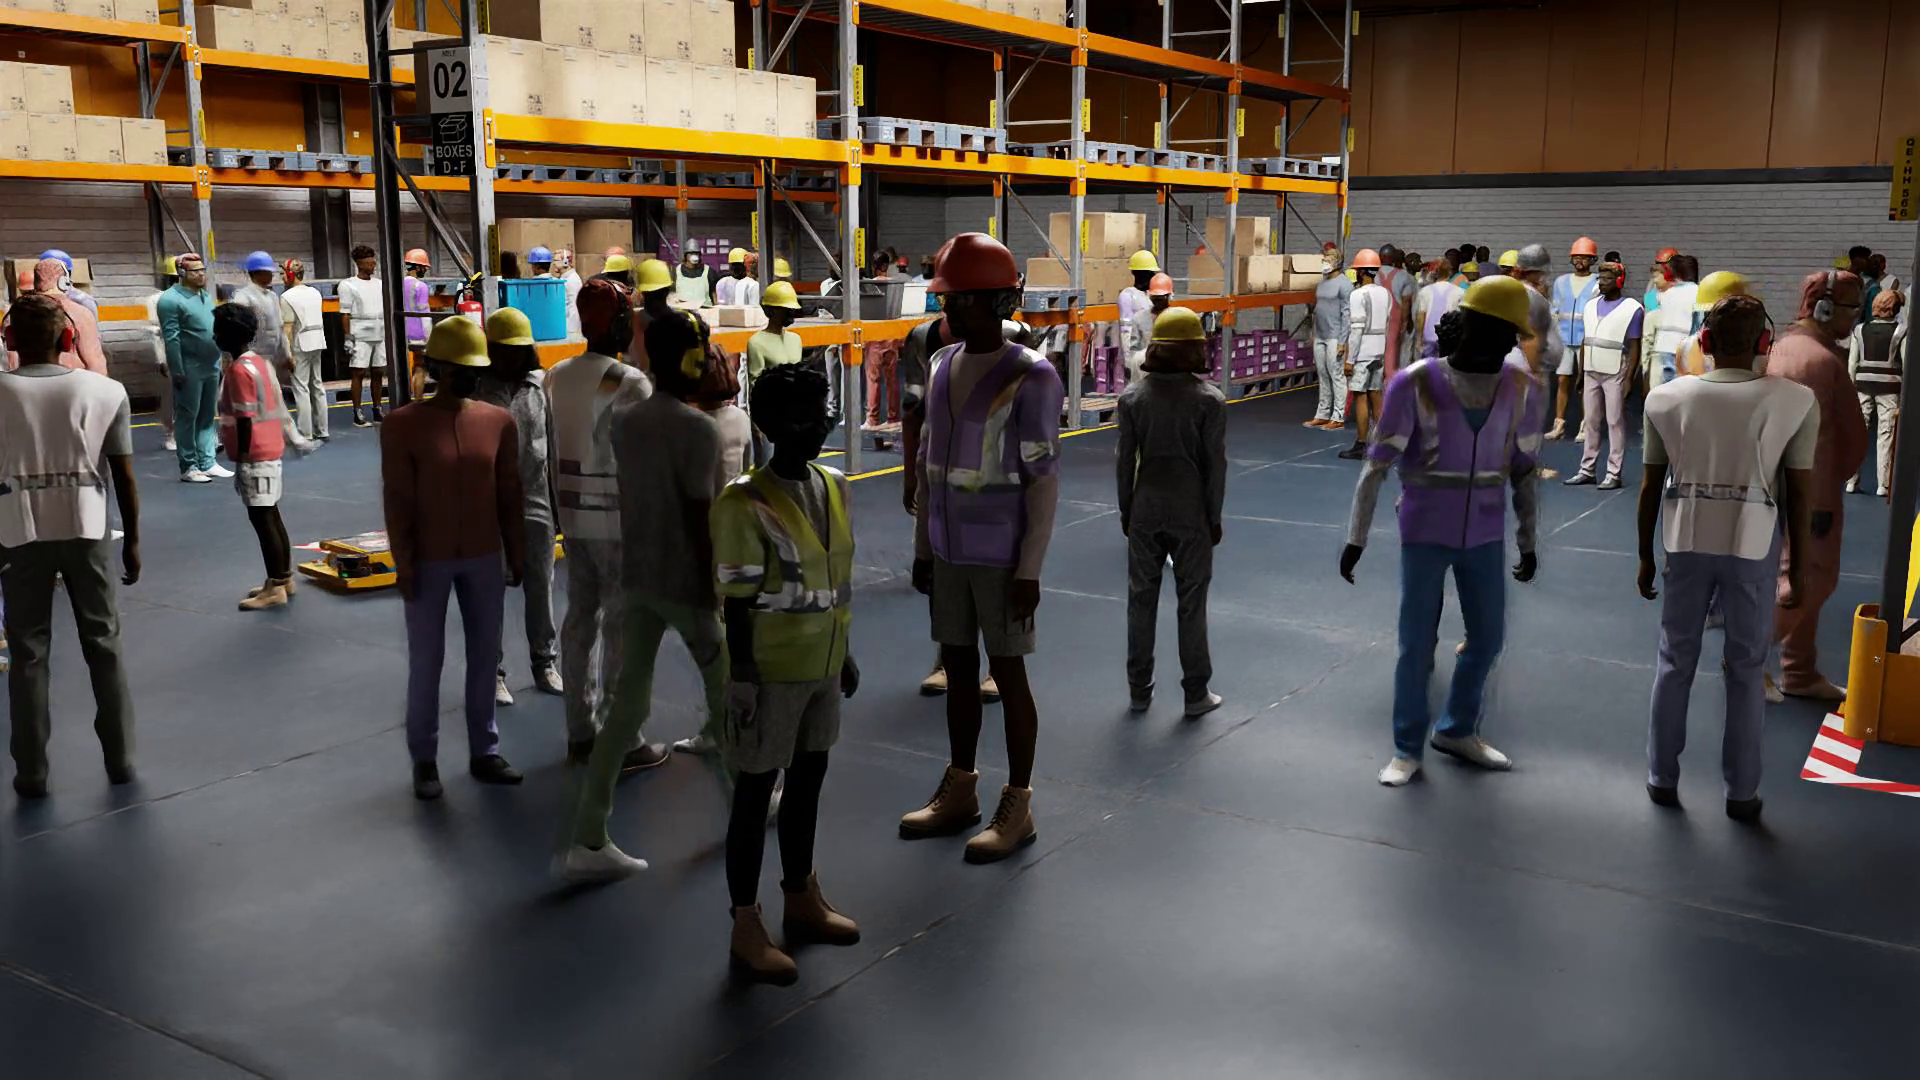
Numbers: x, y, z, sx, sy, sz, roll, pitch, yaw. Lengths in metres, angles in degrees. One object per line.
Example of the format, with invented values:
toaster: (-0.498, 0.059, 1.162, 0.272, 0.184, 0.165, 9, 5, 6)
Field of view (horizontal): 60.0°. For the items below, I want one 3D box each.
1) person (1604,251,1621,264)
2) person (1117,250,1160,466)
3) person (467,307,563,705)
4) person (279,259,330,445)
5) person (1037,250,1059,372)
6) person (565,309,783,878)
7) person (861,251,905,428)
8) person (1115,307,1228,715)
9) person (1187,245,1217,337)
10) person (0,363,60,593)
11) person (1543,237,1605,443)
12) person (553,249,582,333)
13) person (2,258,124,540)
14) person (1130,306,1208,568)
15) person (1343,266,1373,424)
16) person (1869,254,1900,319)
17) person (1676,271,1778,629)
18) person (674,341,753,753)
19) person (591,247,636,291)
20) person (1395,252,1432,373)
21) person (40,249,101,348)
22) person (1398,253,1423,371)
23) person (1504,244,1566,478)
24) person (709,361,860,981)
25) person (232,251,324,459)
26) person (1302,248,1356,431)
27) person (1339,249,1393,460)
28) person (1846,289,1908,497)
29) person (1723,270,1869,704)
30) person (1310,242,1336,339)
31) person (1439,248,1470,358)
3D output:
person: (10.410, -3.704, 26.695, 0.346, 1.847, 0.505, 9, 14, 41)
person: (1.619, -1.632, 14.985, 0.362, 1.928, 0.587, 6, 12, 28)
person: (-1.943, -0.145, 7.280, 0.484, 1.737, 0.322, -7, 13, -36)
person: (-6.483, -1.847, 16.440, 0.394, 1.836, 0.560, 3, 11, 14)
person: (1.391, -3.493, 25.431, 0.574, 1.879, 0.338, -10, 14, -43)
person: (-0.931, 0.165, 5.398, 0.530, 1.809, 1.019, 7, 12, 35)
person: (-0.820, -2.112, 17.717, 0.597, 1.908, 0.403, -8, 13, -39)
person: (0.908, -0.123, 7.141, 0.487, 1.741, 0.312, 5, 11, 25)
person: (3.683, -3.511, 25.365, 0.542, 1.939, 0.361, -4, 11, -20)
person: (-5.568, -0.567, 9.187, 0.984, 1.894, 0.656, -6, 12, -29)
person: (6.187, -1.997, 16.678, 0.609, 2.047, 0.369, 9, 13, 40)
person: (-4.872, -2.625, 20.550, 0.407, 1.908, 0.641, -5, 11, -26)
person: (-5.972, -0.917, 11.099, 0.639, 1.904, 0.407, 1, 10, 3)
person: (1.288, -0.644, 10.358, 0.514, 1.617, 0.433, -1, 10, -6)
person: (4.392, -2.134, 18.304, 0.551, 1.741, 0.520, -9, 14, -41)
person: (12.594, -3.004, 22.864, 0.409, 1.830, 0.577, -4, 11, -22)
person: (4.109, -0.482, 8.786, 0.866, 1.880, 0.607, -6, 12, -29)
person: (-0.981, 0.030, 6.591, 0.278, 1.634, 0.498, 4, 11, 19)
person: (-4.367, -2.727, 21.051, 0.597, 1.925, 1.042, -1, 10, -5)
person: (6.557, -3.253, 24.209, 0.625, 1.844, 0.429, 5, 11, 25)
person: (-7.375, -1.422, 13.767, 0.614, 1.944, 0.403, 4, 11, 23)
person: (6.242, -3.048, 23.062, 0.344, 1.846, 0.507, 3, 11, 14)
person: (4.789, -1.530, 14.109, 0.646, 2.000, 0.736, 1, 10, 5)
person: (-0.470, 0.351, 4.635, 0.320, 1.695, 0.538, 7, 12, 33)
person: (-6.295, -1.684, 15.315, 0.937, 1.905, 0.639, 1, 10, 5)
person: (3.951, -2.134, 17.741, 0.372, 1.940, 0.631, -4, 11, -20)
person: (3.734, -1.708, 15.381, 0.552, 1.935, 0.370, -9, 14, -41)
person: (7.273, -1.158, 13.159, 0.309, 1.641, 0.514, -7, 13, -36)
person: (3.677, -0.215, 7.231, 0.537, 1.896, 0.653, 4, 11, 20)
person: (6.219, -4.059, 28.284, 0.611, 1.985, 0.412, -3, 11, -18)
person: (5.934, -2.551, 20.098, 0.392, 1.922, 0.593, -2, 10, -10)
